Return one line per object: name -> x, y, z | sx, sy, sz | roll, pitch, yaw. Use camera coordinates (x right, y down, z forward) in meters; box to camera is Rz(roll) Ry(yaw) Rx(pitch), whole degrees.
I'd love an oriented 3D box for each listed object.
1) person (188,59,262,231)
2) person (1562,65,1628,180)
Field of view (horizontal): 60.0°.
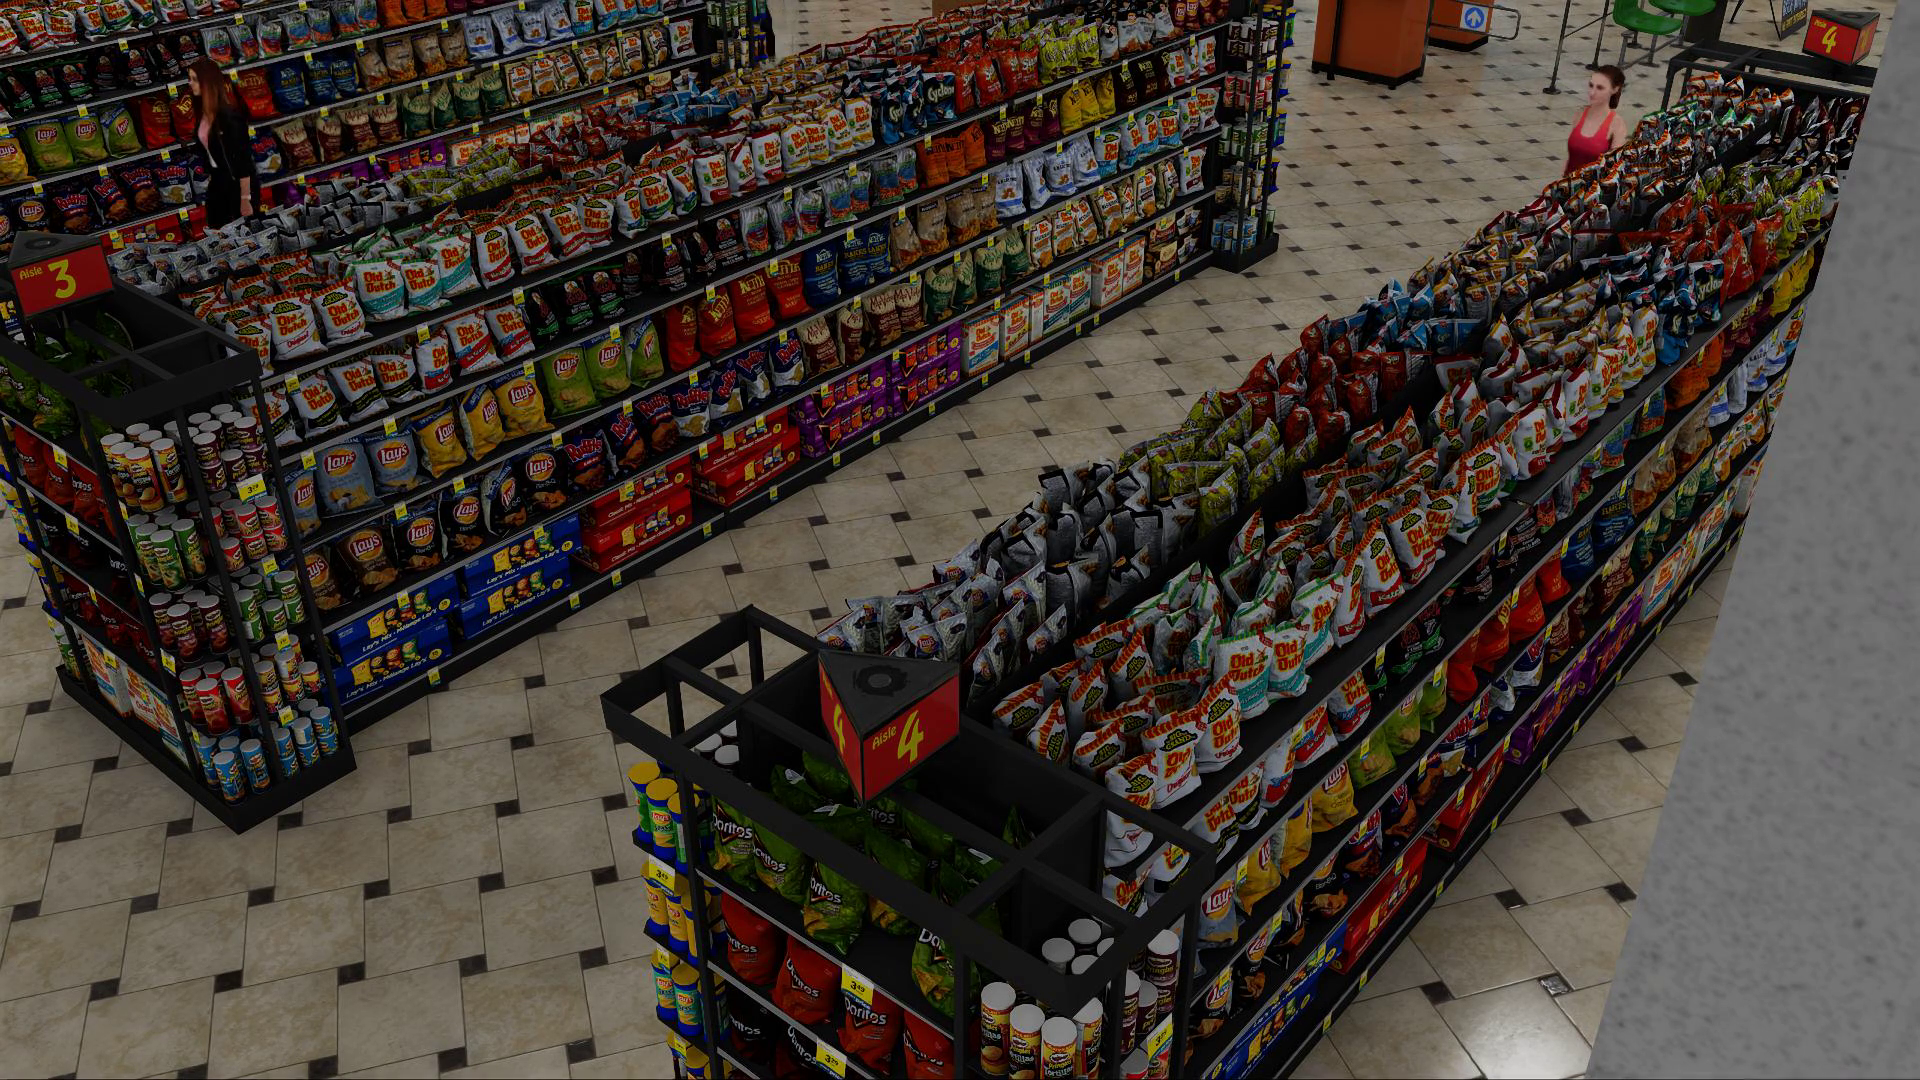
person -> -4.635, -2.306, 10.840 | 0.620, 1.700, 0.565 | 24, 39, 33
person -> 4.014, -2.152, 10.571 | 1.068, 1.721, 0.724 | -23, 38, -32
